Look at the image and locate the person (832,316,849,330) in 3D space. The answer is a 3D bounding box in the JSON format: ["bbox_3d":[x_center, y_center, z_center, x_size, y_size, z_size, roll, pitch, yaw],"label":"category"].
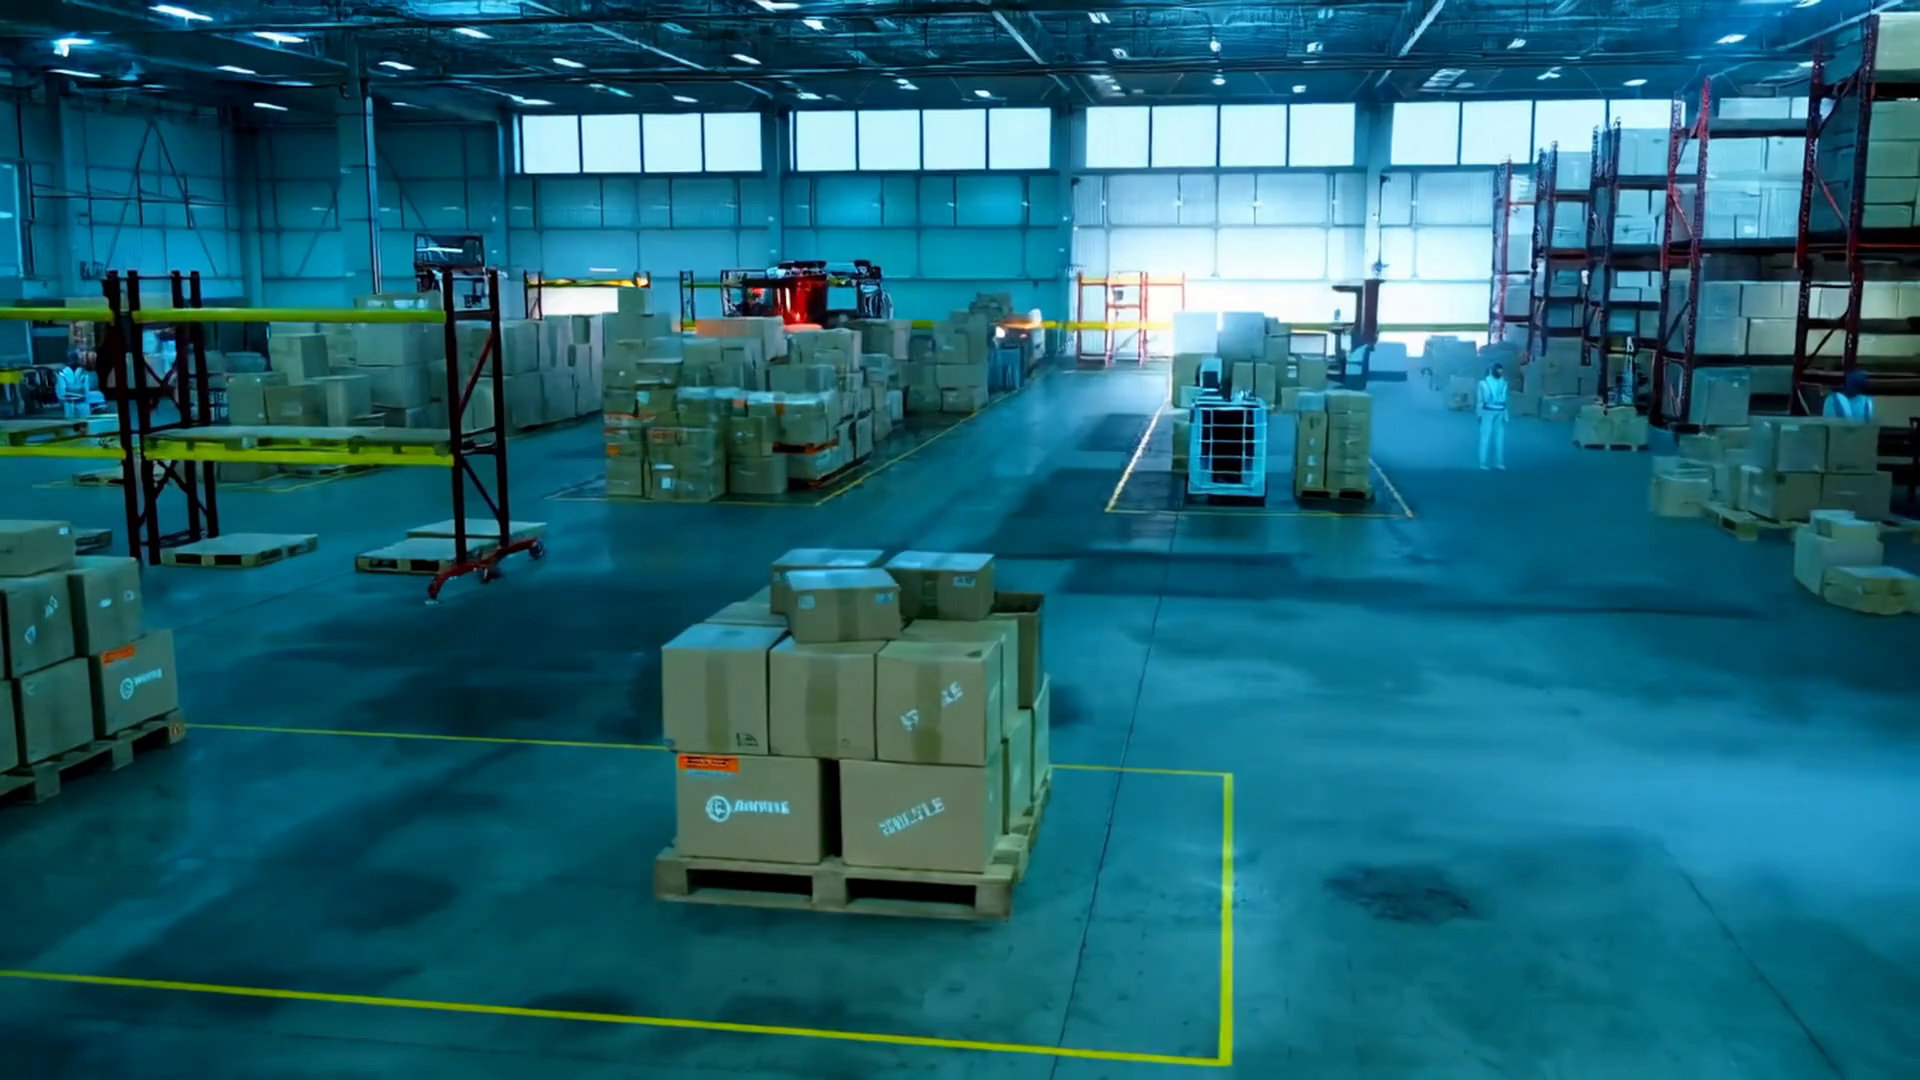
[{"bbox_3d":[-2.858,-4.415,40.064,0.627,1.933,0.372,4,10,21],"label":"person"}]

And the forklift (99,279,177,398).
[{"bbox_3d":[-19.606,-4.720,39.027,1.873,2.768,1.129,1,9,9],"label":"forklift"}]

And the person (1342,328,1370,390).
[{"bbox_3d":[7.766,-3.198,32.633,0.385,1.911,0.592,-9,13,-44],"label":"person"}]

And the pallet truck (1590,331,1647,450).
[{"bbox_3d":[11.253,-2.573,28.499,0.823,1.965,1.885,5,10,27],"label":"pallet truck"}]

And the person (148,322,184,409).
[{"bbox_3d":[-17.313,-3.779,36.223,0.577,1.898,0.942,7,12,37],"label":"person"}]

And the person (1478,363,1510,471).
[{"bbox_3d":[8.089,-1.864,25.252,0.517,1.636,0.313,-2,10,-15],"label":"person"}]

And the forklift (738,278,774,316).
[{"bbox_3d":[-5.447,-5.613,44.531,1.129,2.768,1.873,-8,12,-39],"label":"forklift"}]

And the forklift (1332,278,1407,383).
[{"bbox_3d":[11.097,-5.678,44.931,1.873,2.768,1.129,1,9,9],"label":"forklift"}]

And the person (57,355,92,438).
[{"bbox_3d":[-14.762,-2.273,27.748,0.511,1.641,0.308,-3,10,-16],"label":"person"}]

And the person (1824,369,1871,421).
[{"bbox_3d":[10.374,-1.057,19.500,0.575,1.882,0.361,-1,9,-6],"label":"person"}]

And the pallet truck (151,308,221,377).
[{"bbox_3d":[-21.869,-5.598,47.154,0.823,1.965,1.885,4,10,26],"label":"pallet truck"}]

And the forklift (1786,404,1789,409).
[{"bbox_3d":[18.612,-4.310,36.493,1.129,2.768,1.873,1,9,9],"label":"forklift"}]
